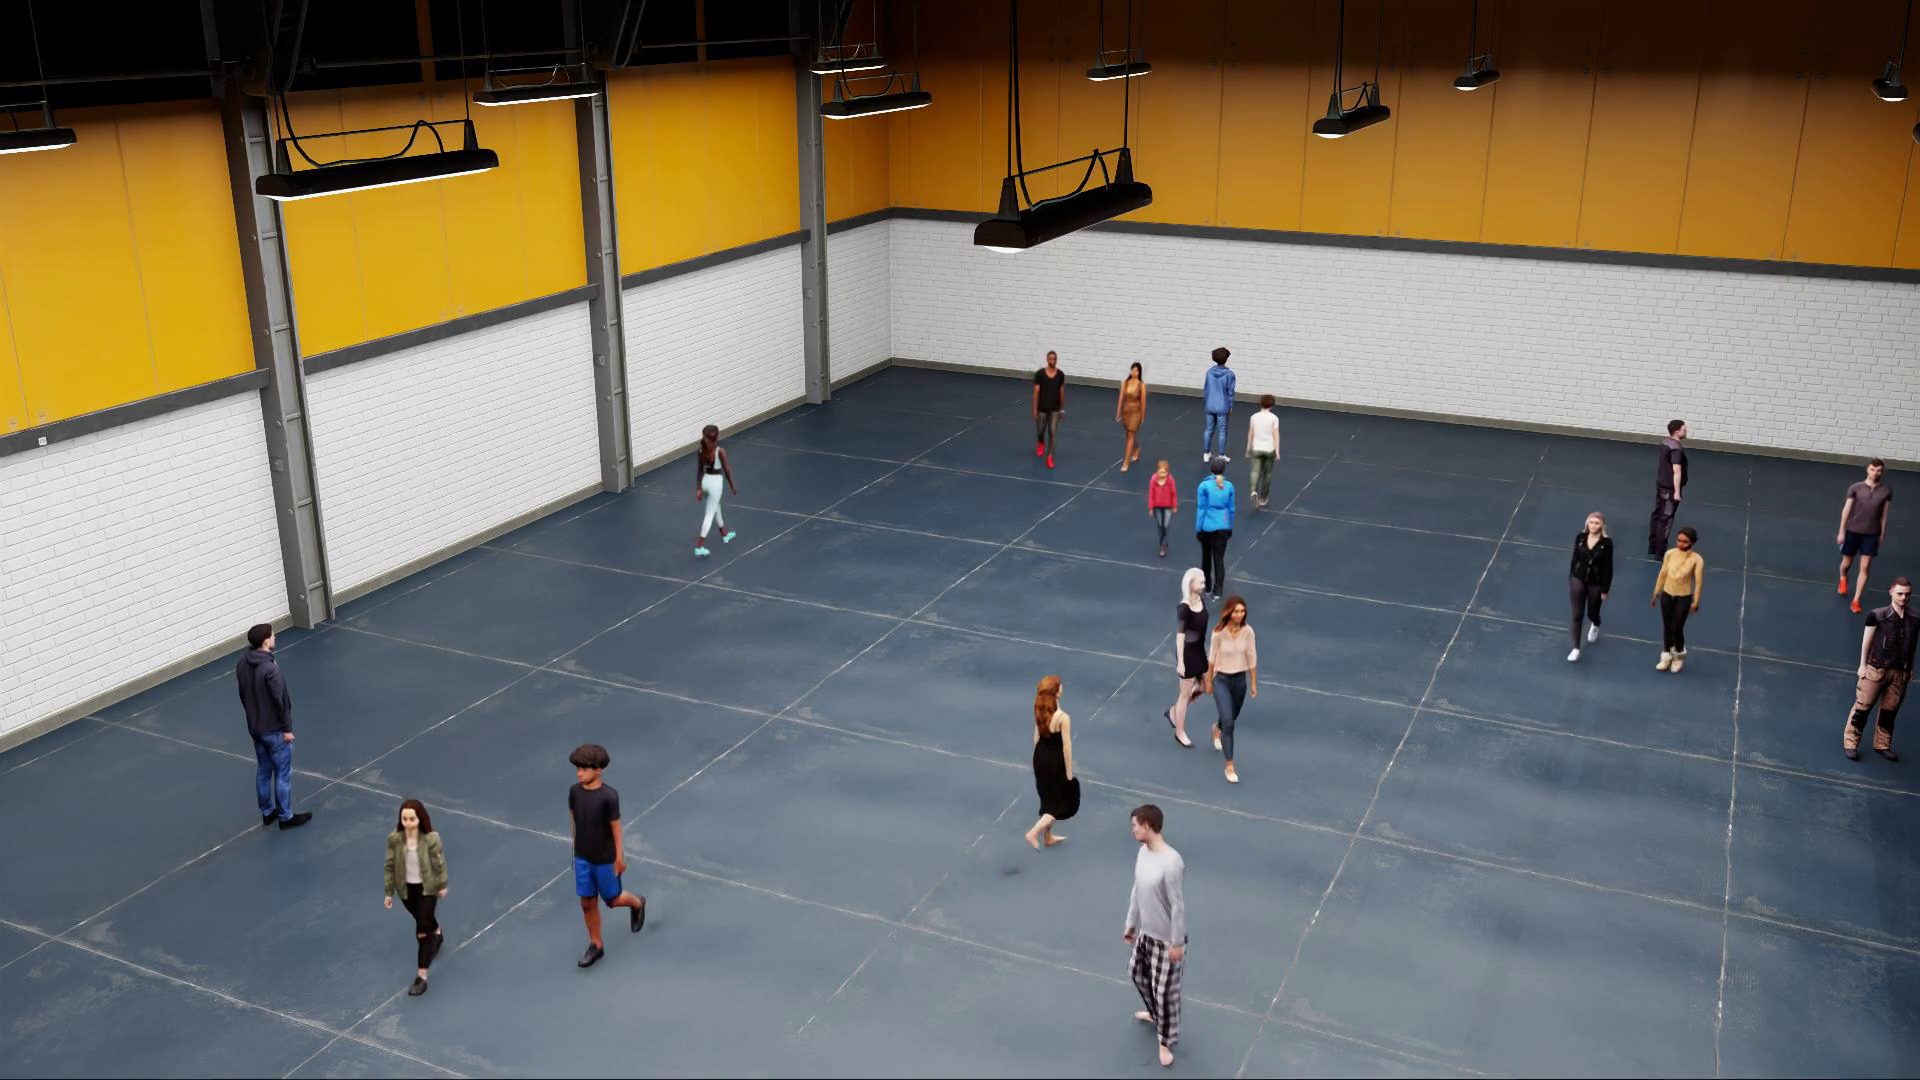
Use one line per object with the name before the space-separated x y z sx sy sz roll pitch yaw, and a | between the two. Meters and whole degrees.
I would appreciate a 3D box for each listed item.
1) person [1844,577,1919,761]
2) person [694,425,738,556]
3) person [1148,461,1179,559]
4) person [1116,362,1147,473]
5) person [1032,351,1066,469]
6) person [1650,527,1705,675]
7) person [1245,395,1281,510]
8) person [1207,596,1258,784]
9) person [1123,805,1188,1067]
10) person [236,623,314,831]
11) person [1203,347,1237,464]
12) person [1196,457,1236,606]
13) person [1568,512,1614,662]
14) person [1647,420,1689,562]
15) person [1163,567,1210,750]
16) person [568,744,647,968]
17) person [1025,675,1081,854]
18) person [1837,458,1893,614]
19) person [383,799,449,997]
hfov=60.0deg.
person | 8.885 1.217 15.954 0.763 1.842 0.732 1 19 2
person | -3.270 -0.616 21.648 0.650 1.682 1.170 11 21 29
person | 2.670 -0.448 21.772 0.583 1.285 0.804 5 19 14
person | 2.666 -1.908 25.547 0.638 1.643 1.087 11 21 29
person | 1.359 -2.053 25.740 0.906 1.793 1.024 -1 19 -4
person | 7.807 0.618 18.031 0.707 1.651 0.696 -15 24 -37
person | 4.262 -1.214 23.516 0.734 1.623 1.053 6 19 16
person | 2.529 1.338 15.735 1.007 1.753 1.210 -2 19 -7
person | 1.428 2.737 11.499 0.853 1.806 0.836 -16 25 -40
person | -6.091 1.634 14.639 0.692 1.892 0.583 10 21 28
person | 4.009 -2.093 25.850 0.714 1.799 0.639 12 22 32
person | 3.058 -0.074 19.911 0.891 1.763 1.201 1 19 3
person | 6.975 0.488 18.398 0.733 1.664 1.043 13 23 34
person | 9.174 -0.664 21.536 0.847 1.844 0.656 2 19 7
person | 2.191 1.128 16.255 0.751 1.819 0.667 14 23 36
person | -2.714 2.351 12.683 0.592 1.780 0.934 9 20 24
person | 0.719 1.941 14.164 0.884 1.613 0.765 -14 23 -36
person | 10.778 -0.095 19.880 0.707 1.824 1.133 7 20 20
person | -4.051 2.595 12.493 0.809 1.440 1.109 1 19 4
